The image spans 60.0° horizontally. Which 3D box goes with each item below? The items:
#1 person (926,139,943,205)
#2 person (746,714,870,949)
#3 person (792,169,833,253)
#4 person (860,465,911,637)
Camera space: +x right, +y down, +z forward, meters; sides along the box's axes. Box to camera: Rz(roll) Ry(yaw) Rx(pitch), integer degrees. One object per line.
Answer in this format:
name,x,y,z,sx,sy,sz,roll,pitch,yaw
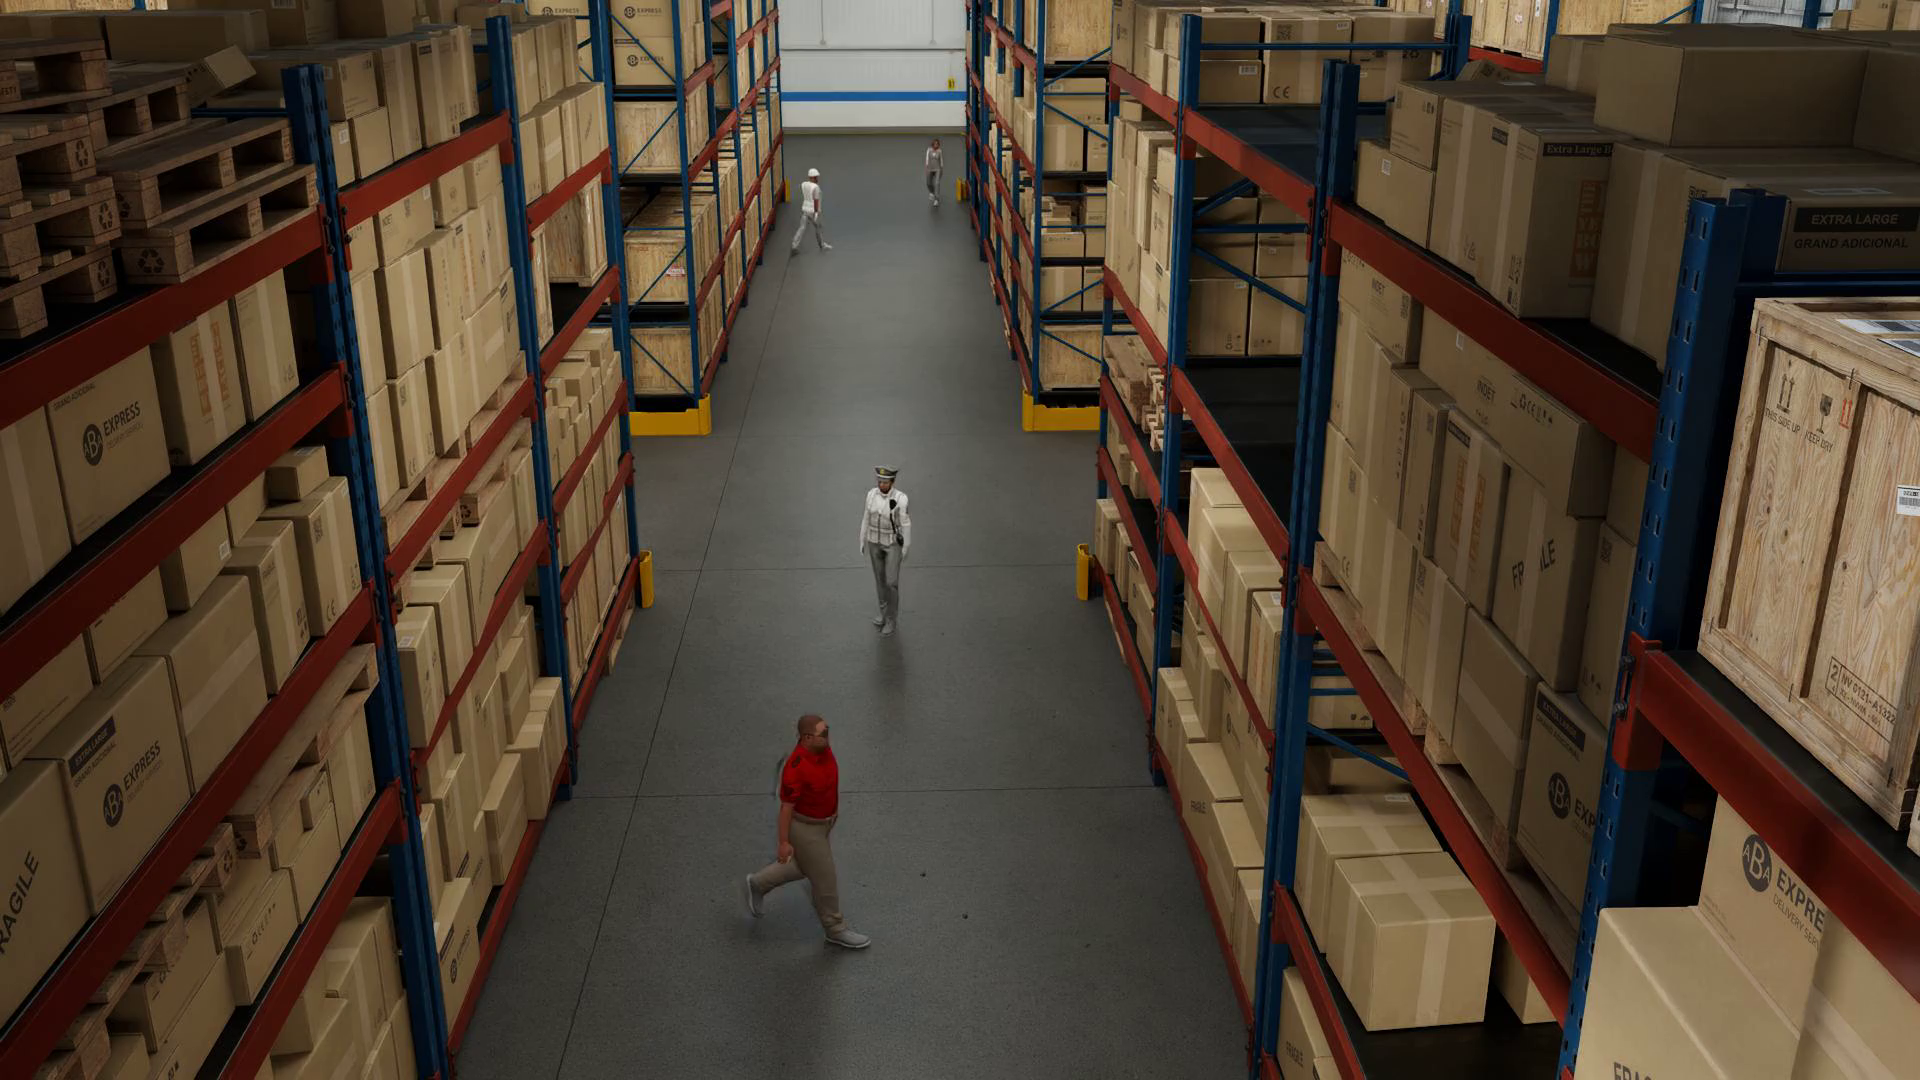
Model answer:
person,-0.632,-9.167,41.312,0.422,1.594,0.687,2,21,5
person,-1.065,1.940,11.385,0.956,1.703,0.580,5,21,13
person,-3.144,-6.949,35.110,0.630,1.756,1.014,19,27,41
person,-0.800,0.079,16.415,0.512,1.669,0.521,9,22,23
